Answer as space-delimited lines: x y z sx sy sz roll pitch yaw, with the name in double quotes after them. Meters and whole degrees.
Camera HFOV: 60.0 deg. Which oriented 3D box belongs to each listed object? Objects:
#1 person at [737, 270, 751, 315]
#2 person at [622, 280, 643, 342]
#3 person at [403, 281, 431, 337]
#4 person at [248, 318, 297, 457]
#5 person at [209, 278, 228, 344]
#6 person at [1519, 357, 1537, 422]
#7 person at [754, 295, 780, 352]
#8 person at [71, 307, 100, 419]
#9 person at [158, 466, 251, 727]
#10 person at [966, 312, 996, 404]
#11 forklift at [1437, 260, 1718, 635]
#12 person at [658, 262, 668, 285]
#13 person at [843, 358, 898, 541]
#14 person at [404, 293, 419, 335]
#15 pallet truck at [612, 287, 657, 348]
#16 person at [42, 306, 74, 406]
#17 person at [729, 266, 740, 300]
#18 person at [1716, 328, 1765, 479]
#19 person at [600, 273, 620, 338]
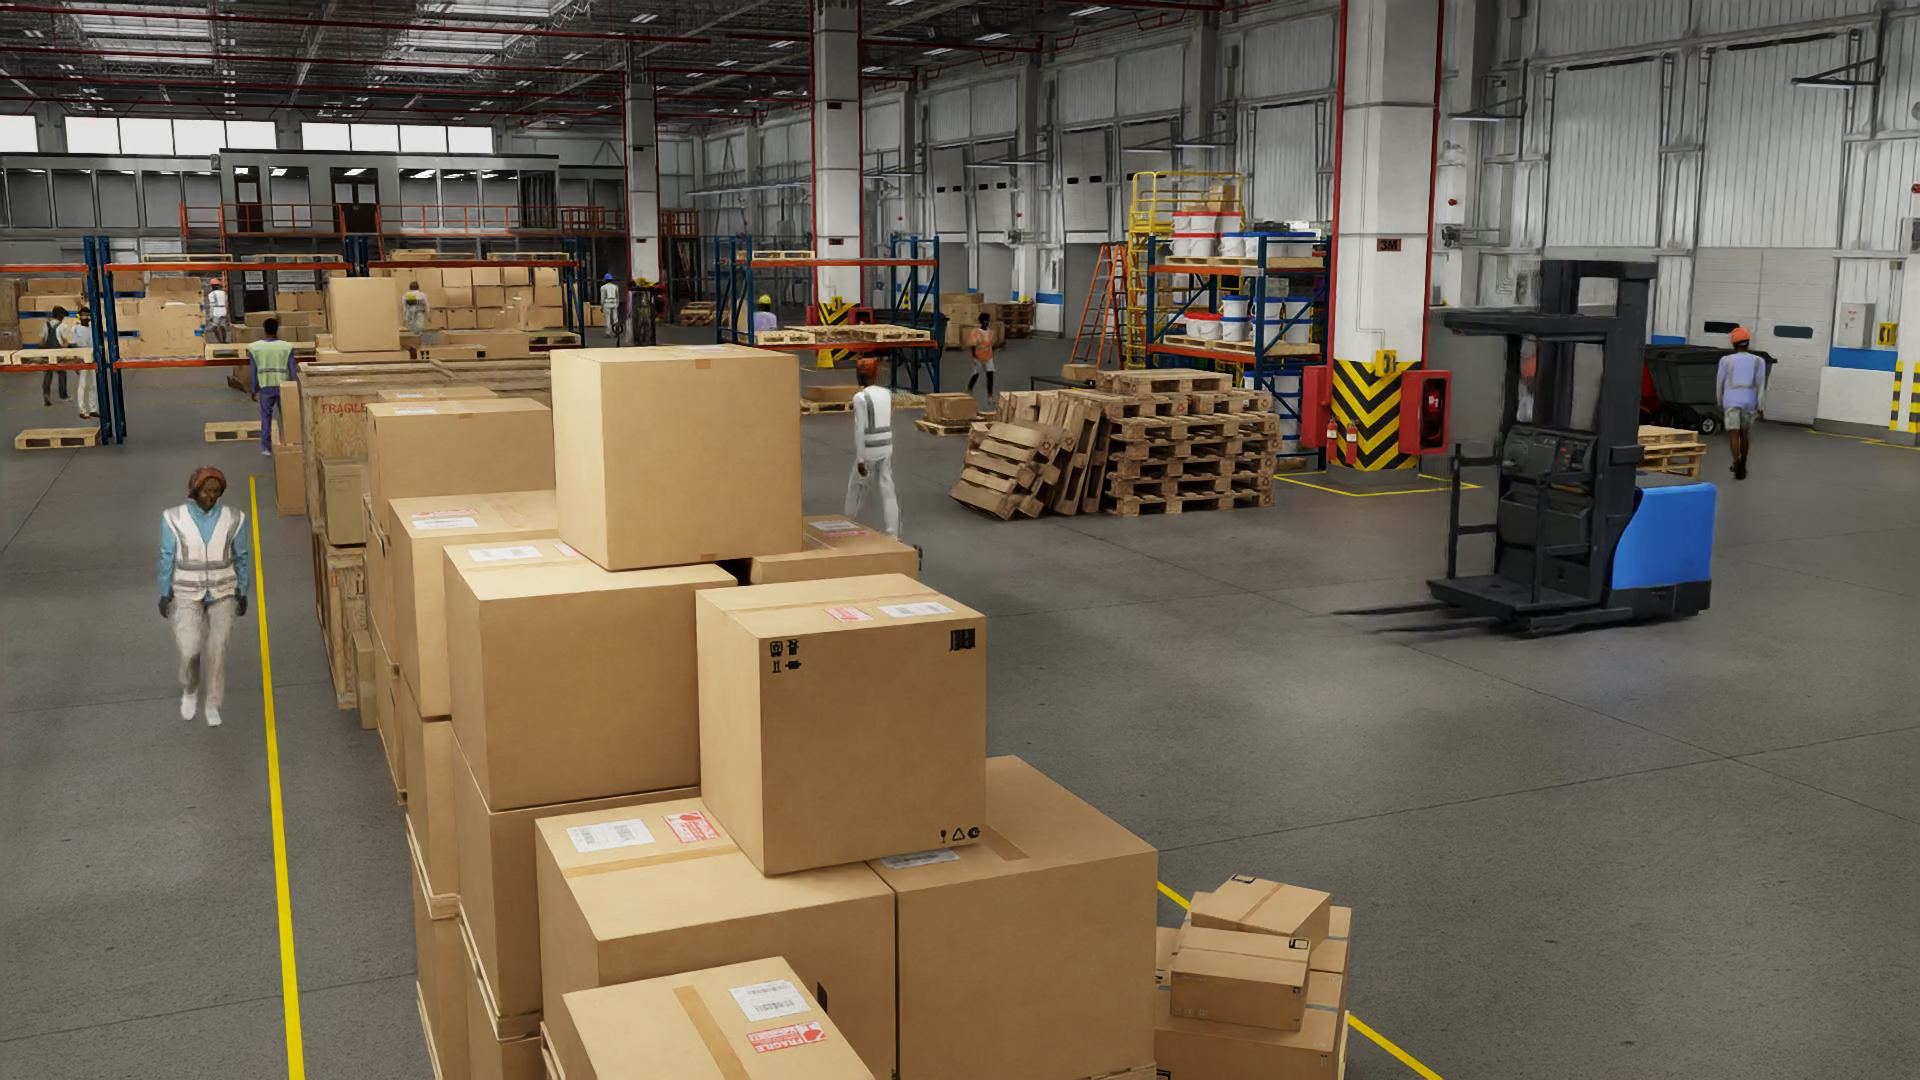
-8.360 -9.502 64.028 0.899 1.816 0.626 6 12 31 "person"
-9.484 -6.631 48.218 0.637 1.803 0.684 2 10 9 "person"
-14.195 -5.792 43.328 0.631 1.908 0.933 1 10 8 "person"
-9.456 -2.093 22.927 0.604 1.910 0.398 -3 11 -18 "person"
-20.045 -6.099 44.943 0.383 1.927 0.560 6 12 29 "person"
5.167 -0.677 15.028 0.546 1.934 0.376 -1 10 -4 "person"
-3.854 -3.863 32.691 0.594 1.903 0.859 7 13 36 "person"
-14.552 -2.952 27.759 0.327 1.865 0.514 4 11 21 "person"
-4.629 0.348 10.217 0.535 1.619 0.358 -6 12 -31 "person"
0.378 -3.333 30.394 0.539 1.676 0.759 -5 11 -25 "person"
4.931 -0.797 13.079 1.873 2.768 1.129 -4 11 -22 "forklift"
-13.300 -11.380 73.882 0.619 1.985 0.410 -3 11 -18 "person"
-0.925 -0.845 16.171 0.915 1.842 0.601 9 13 39 "person"
-12.784 -4.931 39.011 0.476 1.728 0.505 -3 11 -16 "person"
-6.464 -4.406 35.401 0.823 1.965 1.885 6 12 32 "pallet truck"
-16.388 -3.333 30.076 0.590 1.796 0.917 0 10 1 "person"
-9.139 -10.250 67.969 0.607 1.874 1.013 -4 11 -20 "person"
9.814 -1.715 20.901 0.569 1.890 0.925 2 10 10 "person"
-10.528 -7.034 50.020 0.604 1.949 0.389 -7 13 -35 "person"
